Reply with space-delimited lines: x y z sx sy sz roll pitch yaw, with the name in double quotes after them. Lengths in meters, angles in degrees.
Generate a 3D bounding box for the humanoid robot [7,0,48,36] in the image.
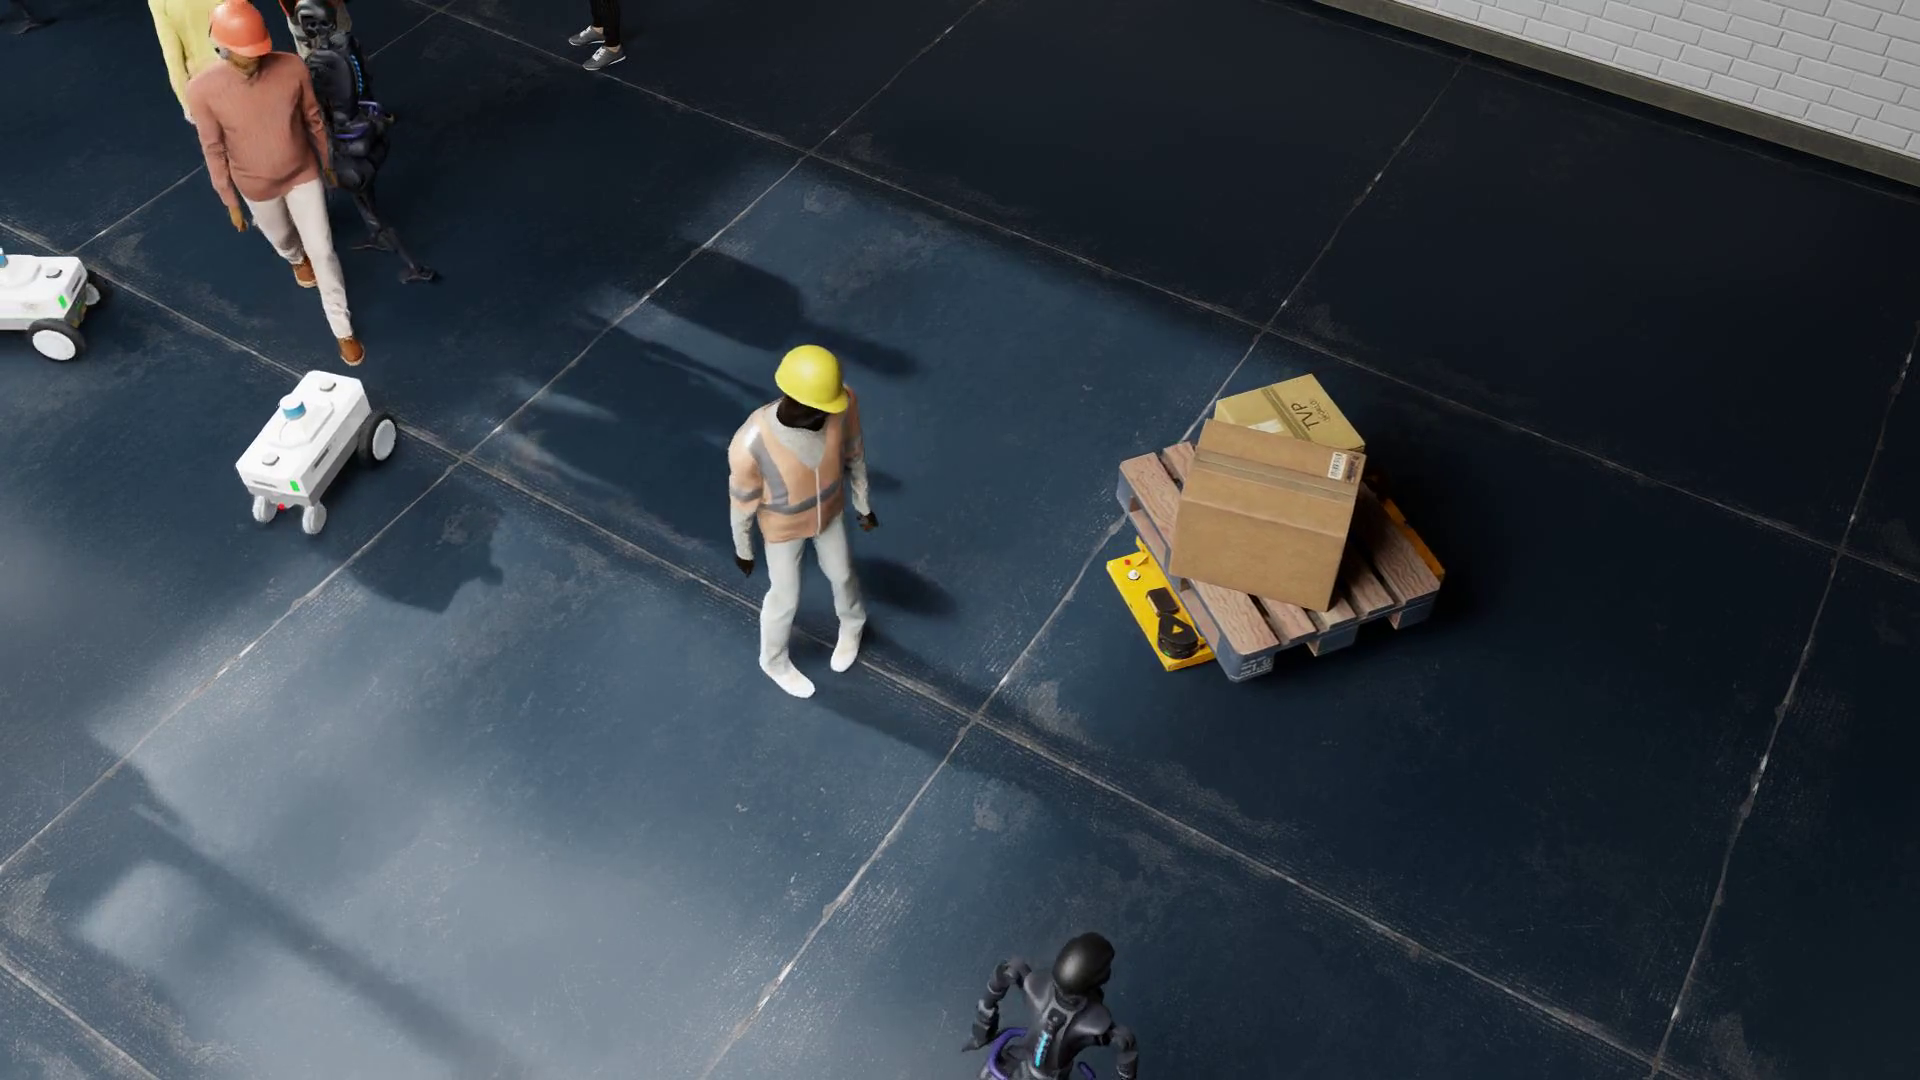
-6.278 -3.854 10.259 0.639 1.640 0.611 -23 53 -19 "humanoid robot"

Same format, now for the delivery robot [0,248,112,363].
-4.932 -1.271 8.745 0.796 0.606 0.499 0 49 0 "delivery robot"

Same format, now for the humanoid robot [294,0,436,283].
-3.187 -2.059 8.702 0.610 1.641 0.618 8 49 7 "humanoid robot"

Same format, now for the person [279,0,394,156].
-3.642 -3.085 9.395 0.381 1.957 0.600 7 49 6 "person"

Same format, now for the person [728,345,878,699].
-0.636 -0.084 6.814 0.610 1.895 0.454 -30 55 -24 "person"

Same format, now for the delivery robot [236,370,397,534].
-3.140 -0.457 8.019 0.499 0.586 0.772 12 50 10 "delivery robot"

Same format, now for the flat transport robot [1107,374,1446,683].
1.468 0.120 7.711 1.431 0.231 0.659 -17 51 -14 "flat transport robot"

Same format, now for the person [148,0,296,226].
-3.946 -2.479 8.923 0.541 1.866 0.474 -22 53 -18 "person"

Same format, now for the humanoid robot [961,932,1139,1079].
0.242 1.763 5.339 0.606 1.636 0.429 24 53 20 "humanoid robot"

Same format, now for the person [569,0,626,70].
-2.292 -3.724 10.080 0.412 1.759 0.756 -18 51 -15 "person"

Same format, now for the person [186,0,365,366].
-3.440 -1.879 8.347 0.621 1.955 0.956 -22 52 -18 "person"
